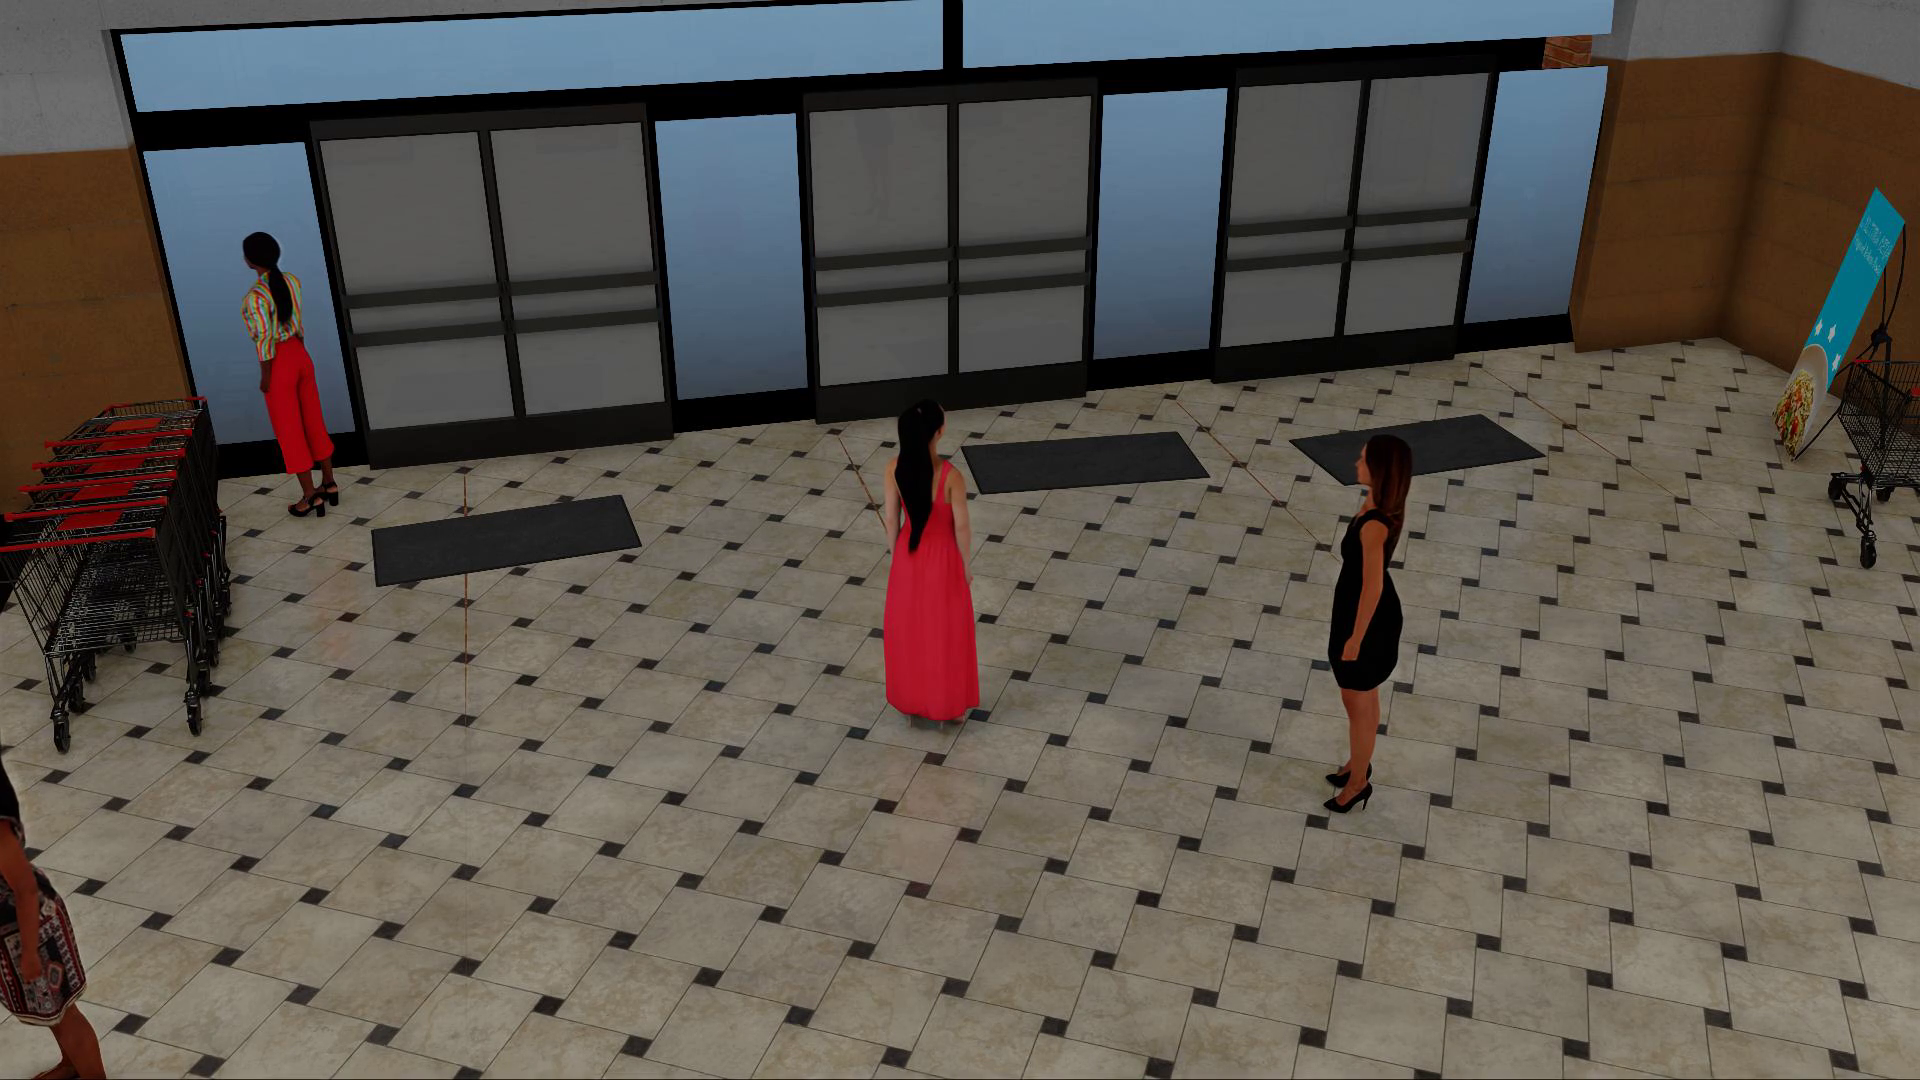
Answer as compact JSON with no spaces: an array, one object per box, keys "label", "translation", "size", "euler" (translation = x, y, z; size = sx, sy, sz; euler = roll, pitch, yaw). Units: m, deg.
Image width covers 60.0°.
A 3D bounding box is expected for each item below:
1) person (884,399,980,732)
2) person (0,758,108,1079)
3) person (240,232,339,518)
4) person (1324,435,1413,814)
[{"label":"person","translation":[-0.153,0.136,7.929],"size":[0.717,1.727,0.757],"euler":[11,29,21]},{"label":"person","translation":[-3.224,1.313,5.700],"size":[0.784,1.644,0.641],"euler":[-23,35,-37]},{"label":"person","translation":[-4.080,-0.994,10.086],"size":[0.739,1.792,0.634],"euler":[8,28,15]},{"label":"person","translation":[1.783,0.392,7.307],"size":[0.732,1.834,0.642],"euler":[9,28,18]}]
